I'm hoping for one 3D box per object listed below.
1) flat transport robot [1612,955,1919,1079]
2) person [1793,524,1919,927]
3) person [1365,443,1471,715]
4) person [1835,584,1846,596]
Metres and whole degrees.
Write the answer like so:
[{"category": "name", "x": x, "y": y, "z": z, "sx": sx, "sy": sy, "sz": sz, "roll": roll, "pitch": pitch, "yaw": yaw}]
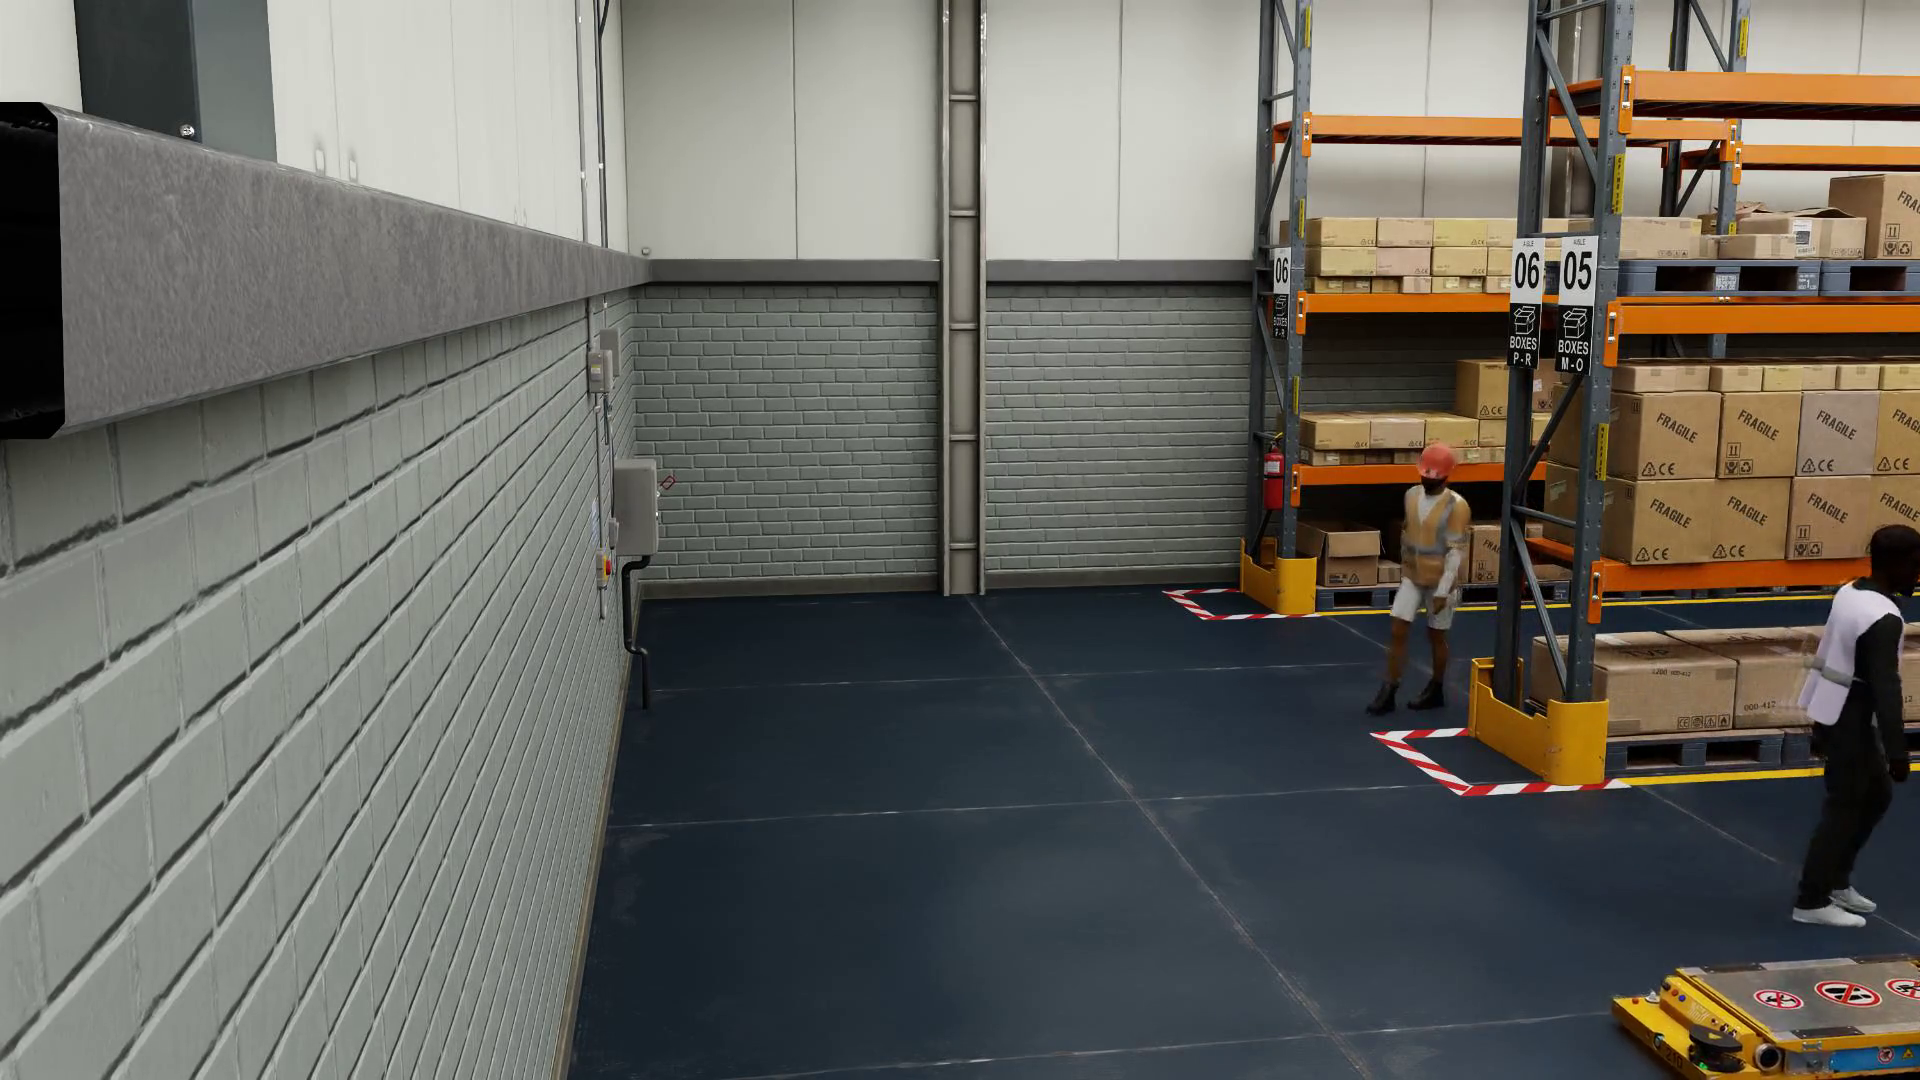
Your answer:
[{"category": "flat transport robot", "x": 3.373, "y": 1.861, "z": 6.462, "sx": 1.431, "sy": 0.197, "sz": 0.652, "roll": -1, "pitch": 9, "yaw": -8}, {"category": "person", "x": 4.162, "y": 0.858, "z": 7.669, "sx": 0.564, "sy": 1.892, "sz": 0.643, "roll": 2, "pitch": 9, "yaw": 13}, {"category": "person", "x": 3.115, "y": 0.282, "z": 11.228, "sx": 0.832, "sy": 1.885, "sz": 0.594, "roll": -7, "pitch": 12, "yaw": -37}, {"category": "person", "x": 8.037, "y": -0.286, "z": 14.646, "sx": 0.397, "sy": 1.919, "sz": 0.580, "roll": -2, "pitch": 9, "yaw": -12}]
